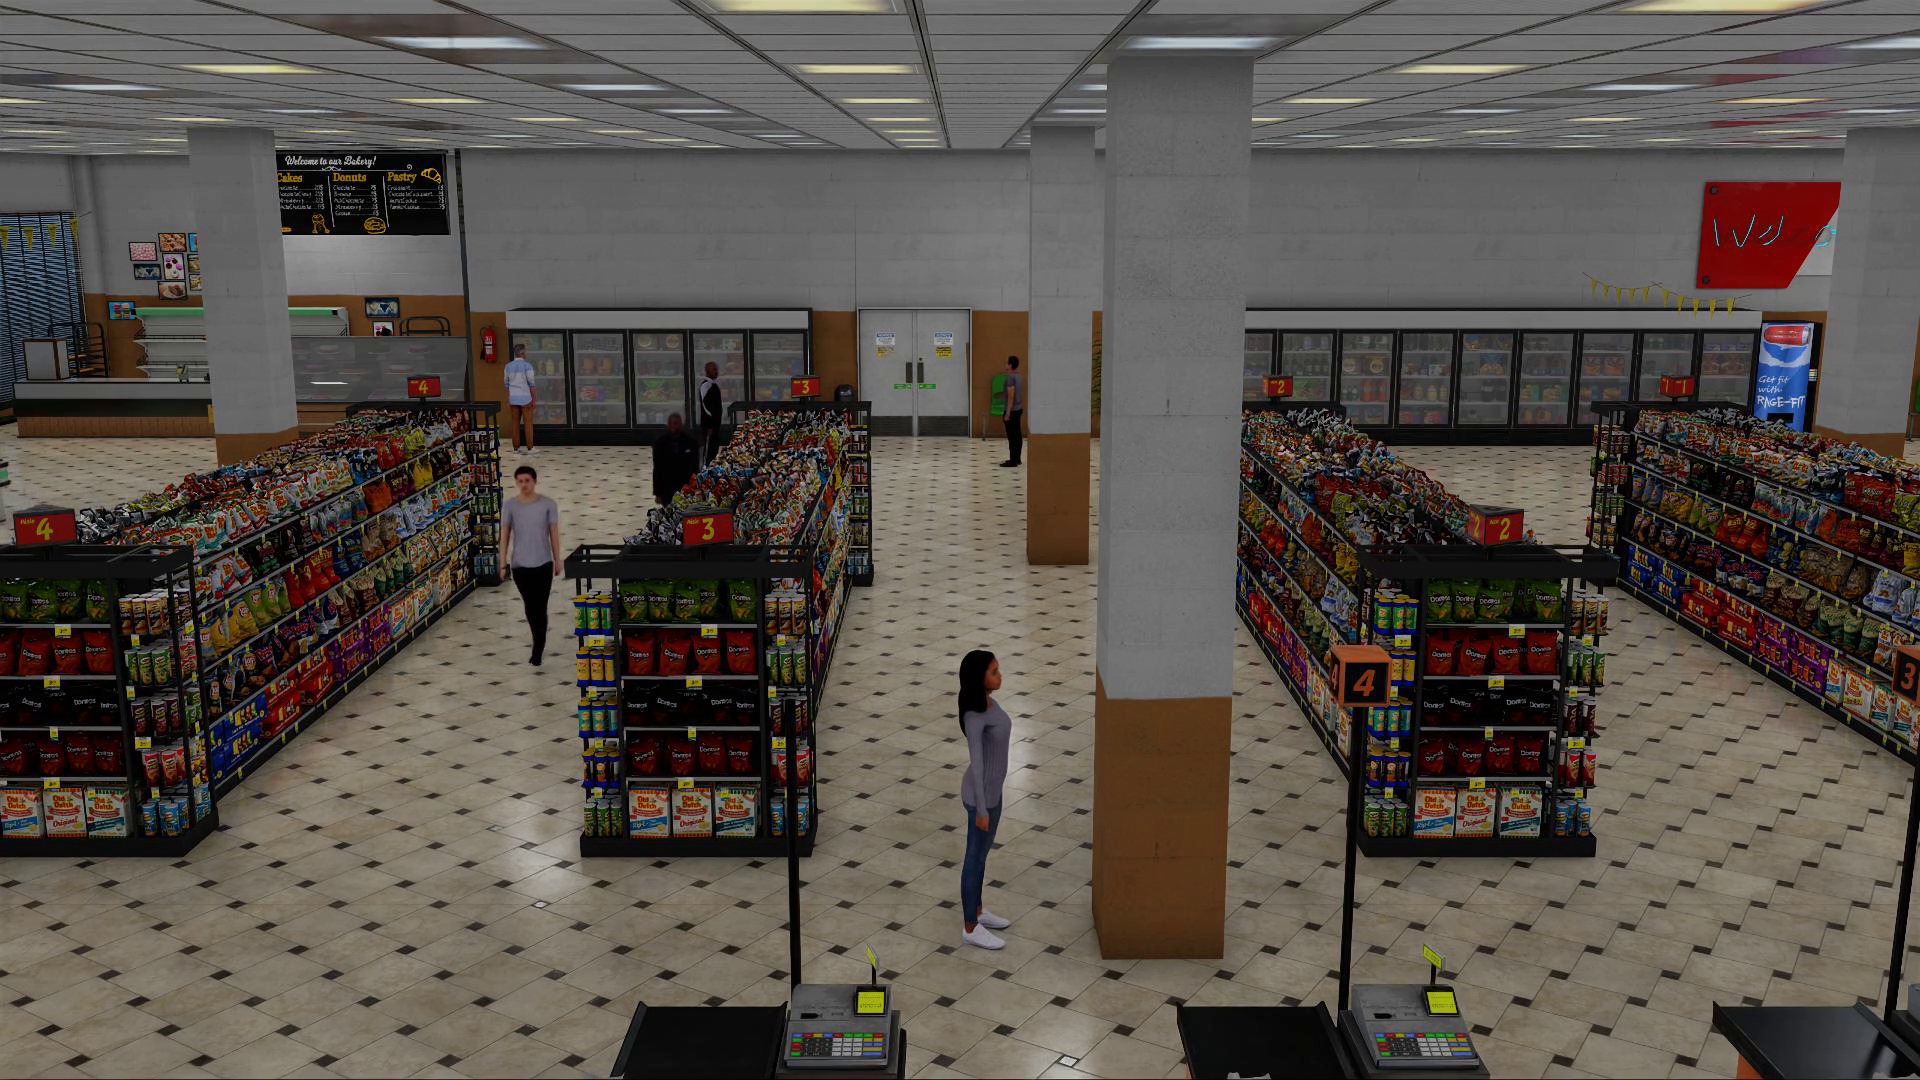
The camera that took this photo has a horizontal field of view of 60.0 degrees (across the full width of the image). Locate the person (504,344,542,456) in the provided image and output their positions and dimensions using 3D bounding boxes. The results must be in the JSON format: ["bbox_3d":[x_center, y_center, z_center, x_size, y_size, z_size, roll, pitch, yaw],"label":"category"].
[{"bbox_3d":[-7.278,-2.341,27.583,0.739,1.825,0.647,3,12,14],"label":"person"}]

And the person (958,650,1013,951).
[{"bbox_3d":[0.117,1.480,9.652,0.697,1.736,0.518,2,12,9],"label":"person"}]

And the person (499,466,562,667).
[{"bbox_3d":[-3.940,0.234,15.368,0.789,1.819,1.254,-1,12,-6],"label":"person"}]

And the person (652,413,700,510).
[{"bbox_3d":[-3.252,-0.572,19.218,0.675,1.810,0.675,0,12,1],"label":"person"}]

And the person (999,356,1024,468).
[{"bbox_3d":[0.842,-2.049,26.369,0.747,1.754,0.601,4,13,20],"label":"person"}]

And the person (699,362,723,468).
[{"bbox_3d":[-3.723,-1.753,24.781,0.752,1.829,0.552,2,12,10],"label":"person"}]
